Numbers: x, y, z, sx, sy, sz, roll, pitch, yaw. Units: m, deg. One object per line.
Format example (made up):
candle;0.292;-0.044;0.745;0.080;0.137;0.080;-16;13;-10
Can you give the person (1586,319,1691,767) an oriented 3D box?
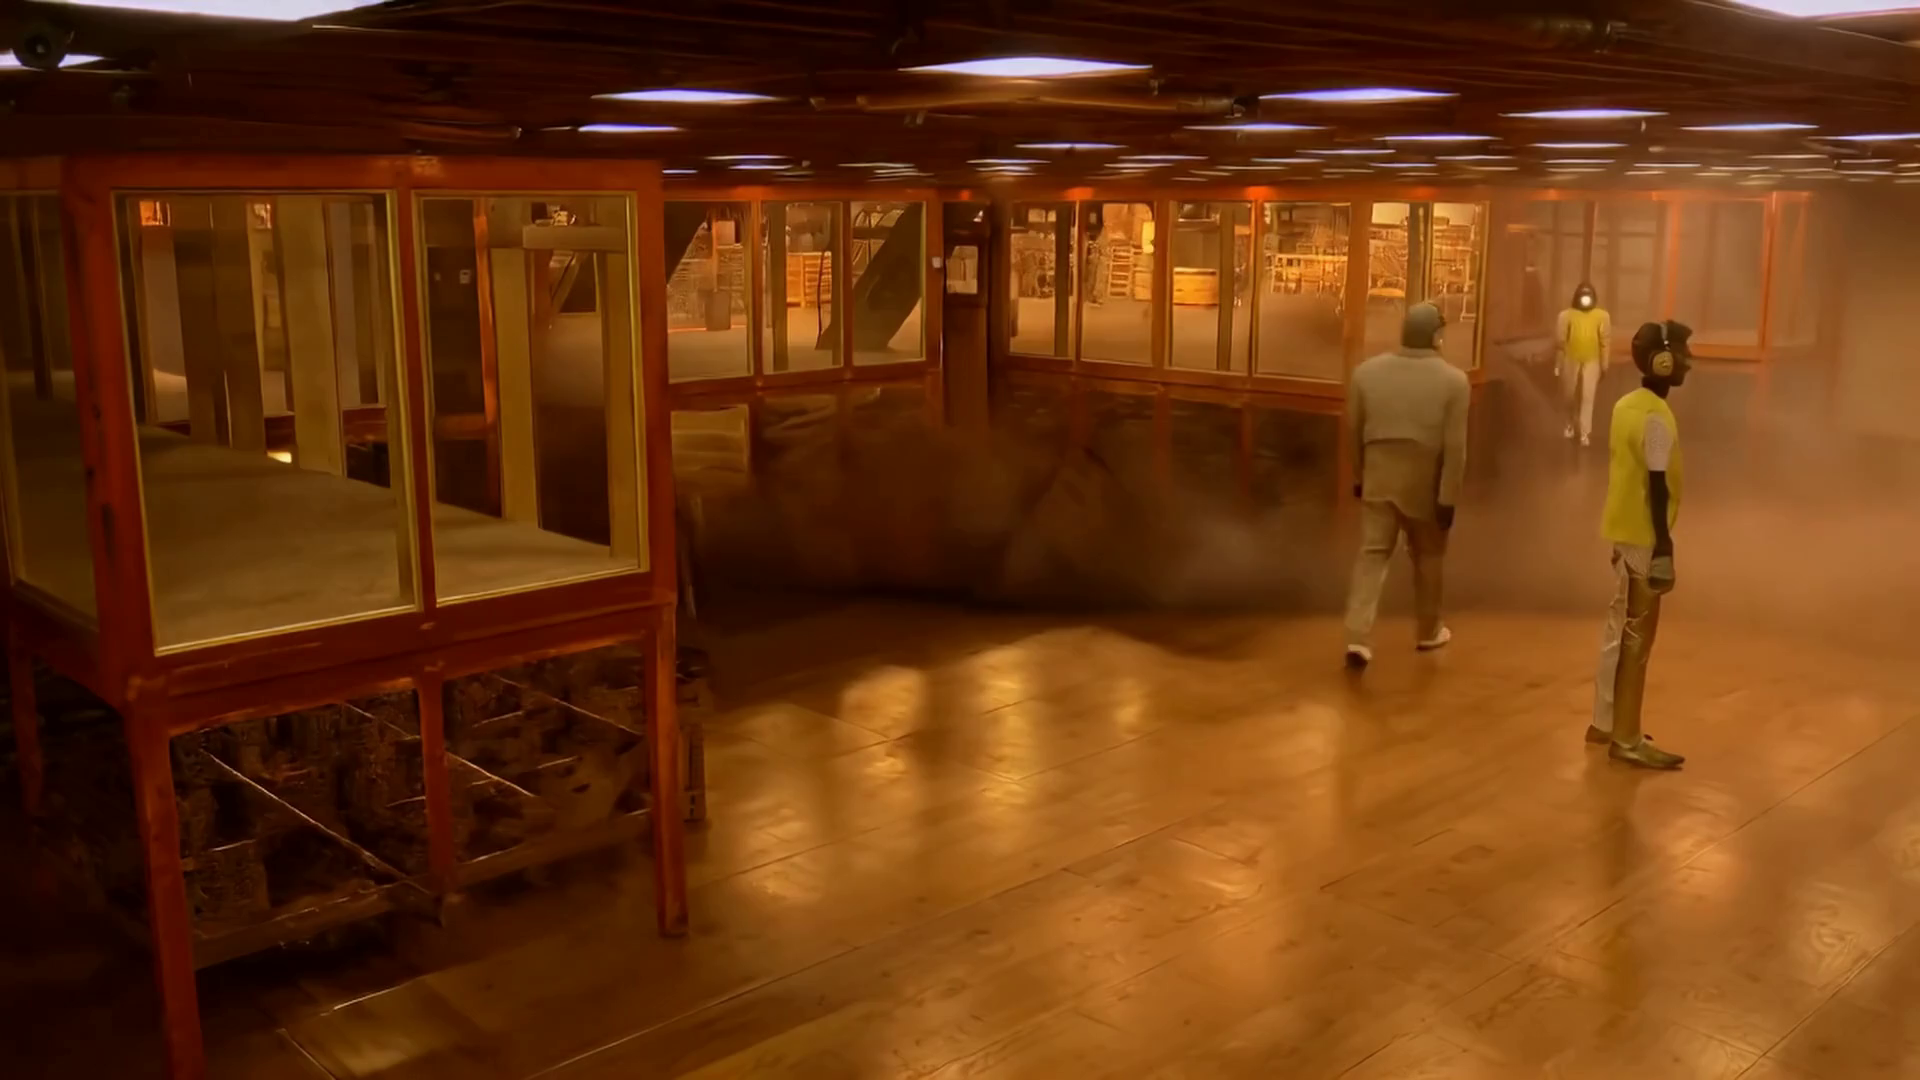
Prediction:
person;2.884;0.014;6.997;0.329;1.872;0.507;0;11;0

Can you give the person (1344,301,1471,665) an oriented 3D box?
person;2.276;-0.289;8.535;0.647;1.866;0.974;8;14;33

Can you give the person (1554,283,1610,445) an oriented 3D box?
person;6.212;-1.771;16.645;0.520;1.586;0.871;4;12;19

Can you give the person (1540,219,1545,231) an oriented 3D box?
person;27.453;-14.330;78.754;0.618;1.911;0.658;5;12;24
